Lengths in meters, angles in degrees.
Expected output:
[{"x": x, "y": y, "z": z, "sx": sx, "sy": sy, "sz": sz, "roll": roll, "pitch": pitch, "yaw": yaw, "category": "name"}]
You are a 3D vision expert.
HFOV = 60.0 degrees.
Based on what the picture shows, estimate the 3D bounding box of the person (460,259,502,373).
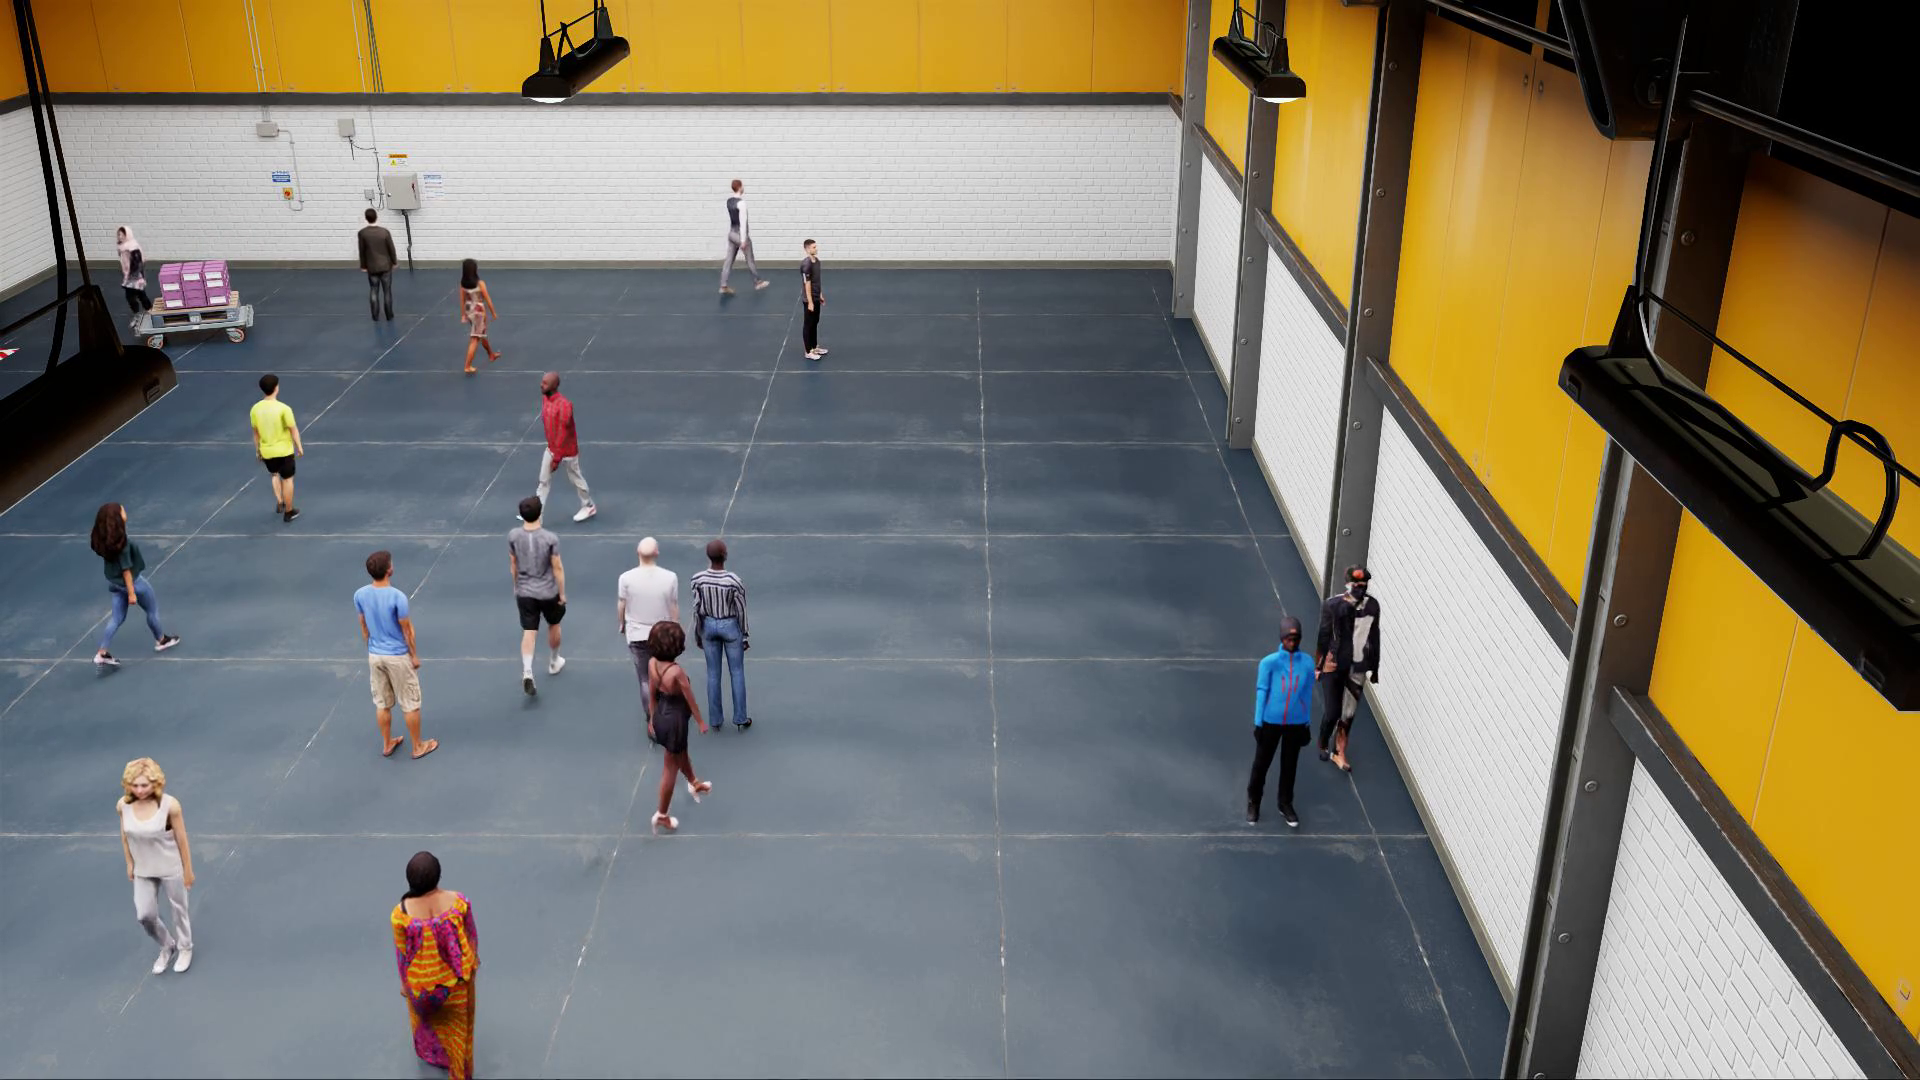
[{"x": -6.988, "y": -3.180, "z": 23.886, "sx": 0.957, "sy": 1.598, "sz": 1.223, "roll": 11, "pitch": 26, "yaw": 23, "category": "person"}]

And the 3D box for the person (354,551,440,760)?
[{"x": -4.815, "y": 0.968, "z": 14.066, "sx": 0.699, "sy": 1.862, "sz": 0.633, "roll": 5, "pitch": 24, "yaw": 12, "category": "person"}]

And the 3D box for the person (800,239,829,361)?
[{"x": -2.189, "y": -3.572, "z": 24.575, "sx": 0.751, "sy": 1.764, "sz": 0.588, "roll": 7, "pitch": 25, "yaw": 15, "category": "person"}]

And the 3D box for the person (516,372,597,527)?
[{"x": -4.408, "y": -1.028, "z": 18.745, "sx": 1.155, "sy": 1.772, "sz": 1.243, "roll": 20, "pitch": 31, "yaw": 38, "category": "person"}]

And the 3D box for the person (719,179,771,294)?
[{"x": -3.771, "y": -5.019, "z": 27.728, "sx": 1.251, "sy": 1.889, "sz": 1.232, "roll": -19, "pitch": 30, "yaw": -37, "category": "person"}]

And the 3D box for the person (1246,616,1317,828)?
[{"x": 2.539, "y": 1.416, "z": 13.129, "sx": 0.626, "sy": 1.792, "sz": 0.577, "roll": -2, "pitch": 24, "yaw": -3, "category": "person"}]

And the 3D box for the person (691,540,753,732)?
[{"x": -2.066, "y": 0.837, "z": 14.451, "sx": 0.648, "sy": 1.794, "sz": 0.565, "roll": 2, "pitch": 24, "yaw": 5, "category": "person"}]

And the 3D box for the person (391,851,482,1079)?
[{"x": -3.254, "y": 2.708, "z": 10.350, "sx": 0.824, "sy": 1.650, "sz": 0.950, "roll": -9, "pitch": 25, "yaw": -19, "category": "person"}]

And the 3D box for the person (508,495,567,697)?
[{"x": -3.881, "y": 0.515, "z": 15.143, "sx": 0.696, "sy": 1.831, "sz": 1.090, "roll": 2, "pitch": 24, "yaw": 4, "category": "person"}]

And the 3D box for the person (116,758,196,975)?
[{"x": -5.503, "y": 2.199, "z": 11.501, "sx": 0.639, "sy": 1.661, "sz": 0.568, "roll": -1, "pitch": 24, "yaw": -3, "category": "person"}]

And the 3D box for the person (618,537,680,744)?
[{"x": -2.672, "y": 0.887, "z": 14.352, "sx": 0.944, "sy": 1.782, "sz": 1.282, "roll": -8, "pitch": 25, "yaw": -18, "category": "person"}]

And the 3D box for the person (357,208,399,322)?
[{"x": -9.182, "y": -4.340, "z": 26.286, "sx": 0.754, "sy": 1.801, "sz": 0.689, "roll": -5, "pitch": 24, "yaw": -10, "category": "person"}]

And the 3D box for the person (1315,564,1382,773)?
[{"x": 3.181, "y": 1.026, "z": 13.915, "sx": 0.746, "sy": 1.877, "sz": 0.731, "roll": -3, "pitch": 24, "yaw": -7, "category": "person"}]

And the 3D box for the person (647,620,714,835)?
[{"x": -2.310, "y": 1.502, "z": 12.969, "sx": 0.913, "sy": 1.762, "sz": 0.990, "roll": 21, "pitch": 31, "yaw": 39, "category": "person"}]

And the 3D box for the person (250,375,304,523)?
[{"x": -7.744, "y": -1.006, "z": 18.793, "sx": 0.632, "sy": 1.693, "sz": 0.610, "roll": 0, "pitch": 24, "yaw": 0, "category": "person"}]

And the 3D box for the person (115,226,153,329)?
[{"x": -12.850, "y": -4.134, "z": 26.046, "sx": 0.900, "sy": 1.615, "sz": 0.844, "roll": -22, "pitch": 32, "yaw": -40, "category": "person"}]

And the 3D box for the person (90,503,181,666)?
[{"x": -7.910, "y": 0.447, "z": 15.610, "sx": 0.956, "sy": 1.581, "sz": 1.144, "roll": 14, "pitch": 27, "yaw": 29, "category": "person"}]
